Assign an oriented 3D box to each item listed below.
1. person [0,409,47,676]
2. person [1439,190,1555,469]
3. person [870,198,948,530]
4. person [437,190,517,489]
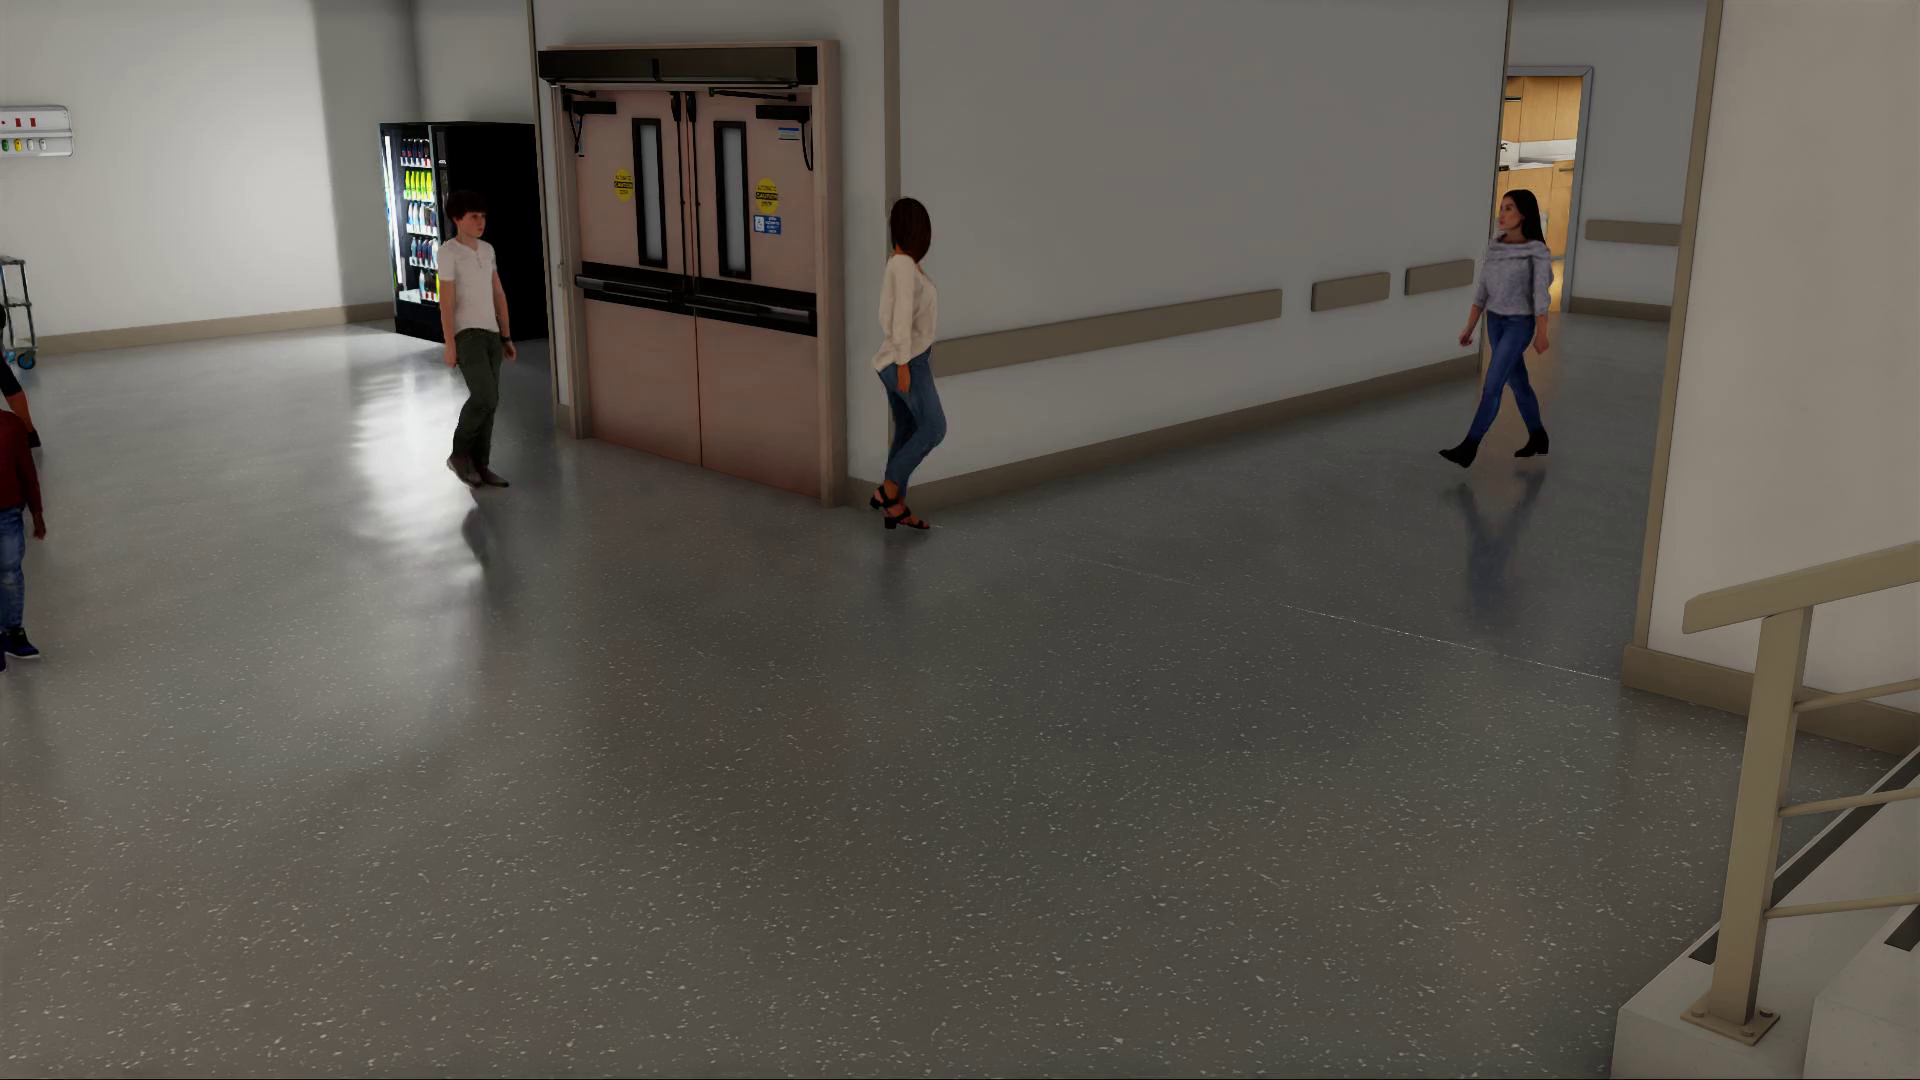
[{"bbox_3d":[-3.812,-0.120,6.466,0.514,1.245,0.511,14,21,41],"label":"person"},{"bbox_3d":[3.260,-1.195,9.653,0.948,1.583,1.086,-6,17,-20],"label":"person"},{"bbox_3d":[-0.361,-0.853,8.305,0.820,1.656,0.757,0,16,1],"label":"person"},{"bbox_3d":[-2.740,-1.098,9.198,0.730,1.644,0.671,7,17,25],"label":"person"}]
